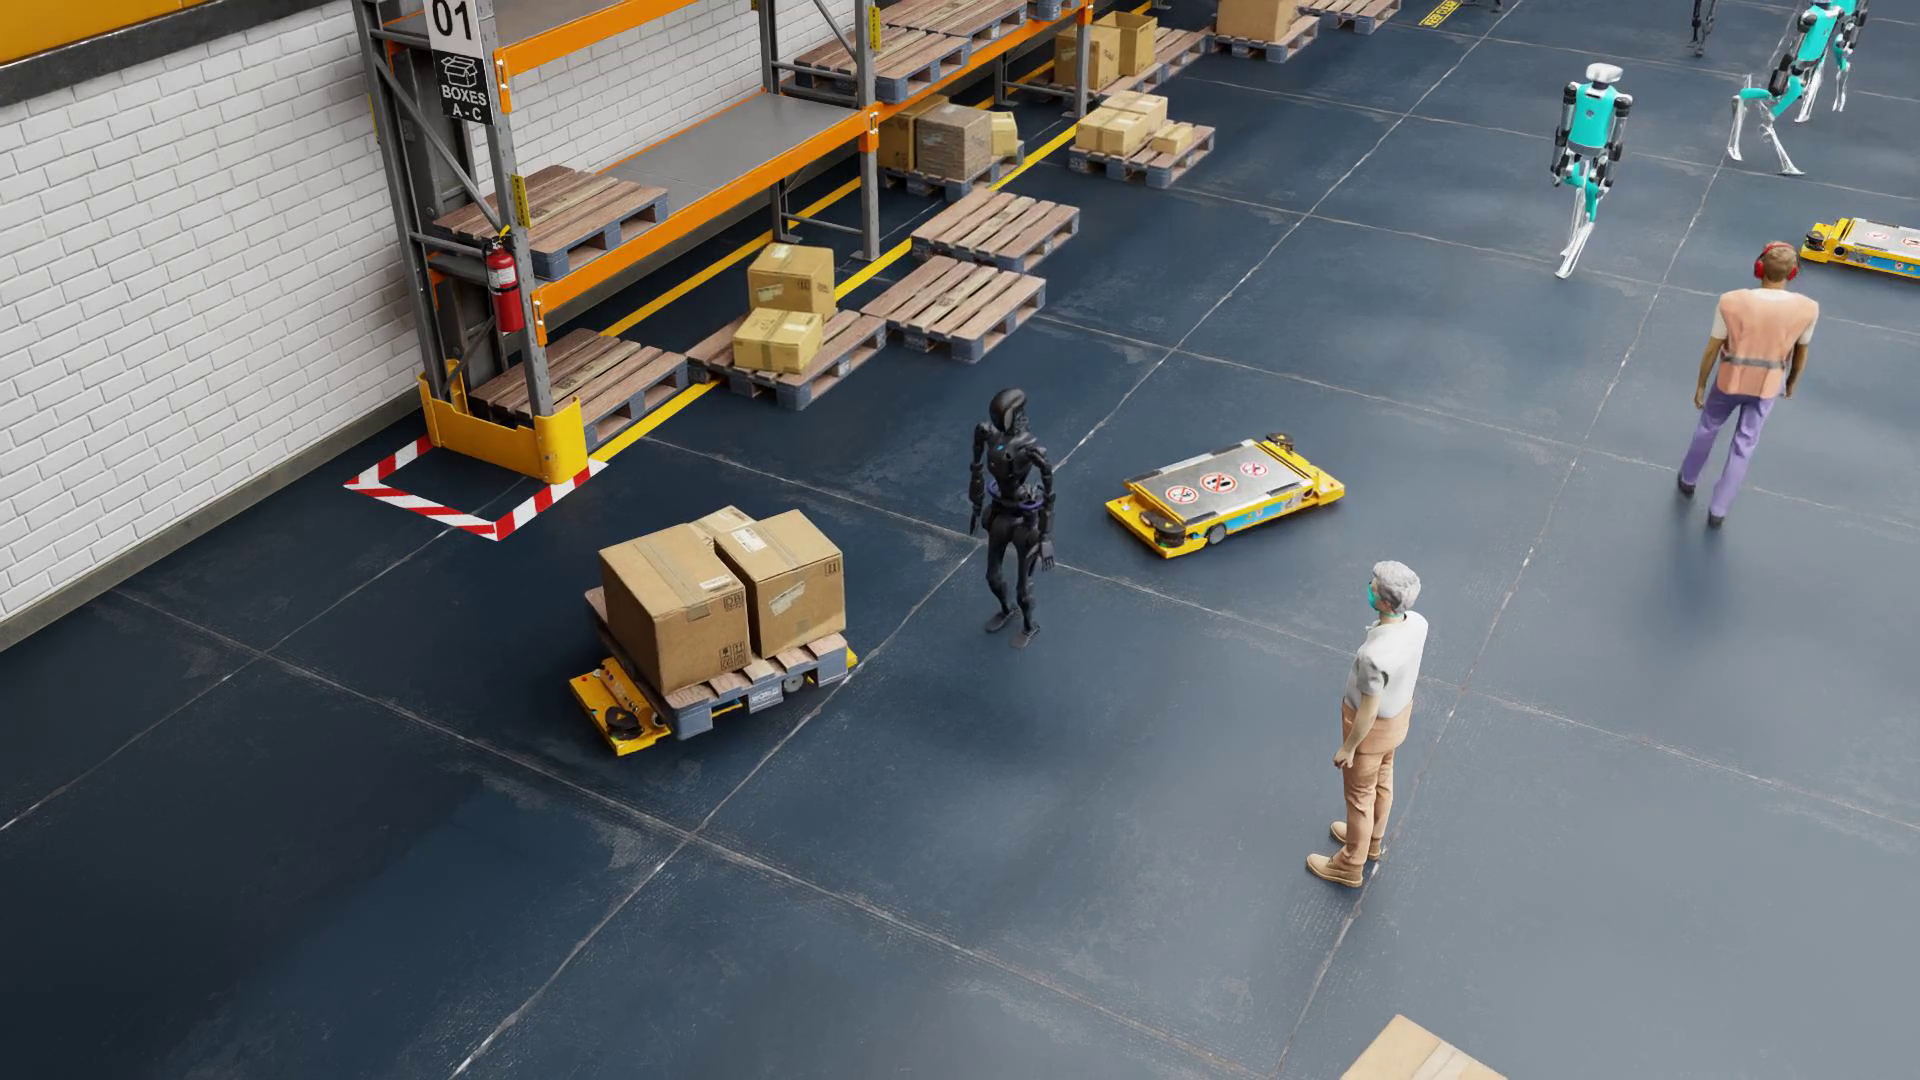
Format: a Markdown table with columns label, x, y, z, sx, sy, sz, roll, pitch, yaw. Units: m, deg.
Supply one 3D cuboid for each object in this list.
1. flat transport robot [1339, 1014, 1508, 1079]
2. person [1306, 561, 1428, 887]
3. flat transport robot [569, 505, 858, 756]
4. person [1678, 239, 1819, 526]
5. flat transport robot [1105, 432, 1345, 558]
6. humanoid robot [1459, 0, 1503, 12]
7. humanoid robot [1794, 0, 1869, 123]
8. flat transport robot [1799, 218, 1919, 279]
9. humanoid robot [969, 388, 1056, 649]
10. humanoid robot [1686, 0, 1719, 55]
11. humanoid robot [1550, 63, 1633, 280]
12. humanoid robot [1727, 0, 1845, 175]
| label | x | y | z | sx | sy | sz | roll | pitch | yaw |
| --- | --- | --- | --- | --- | --- | --- | --- | --- | --- |
| flat transport robot | 1.622 | 2.794 | 5.920 | 0.659 | 0.231 | 1.431 | 27 | 42 | 34 |
| person | 1.867 | 0.832 | 7.548 | 0.321 | 1.747 | 0.474 | 23 | 40 | 30 |
| flat transport robot | -1.344 | 0.693 | 9.100 | 1.431 | 0.231 | 0.659 | -20 | 38 | -27 |
| person | 4.847 | -1.003 | 10.256 | 0.582 | 1.821 | 0.704 | 12 | 35 | 17 |
| flat transport robot | 1.696 | -0.298 | 10.599 | 1.431 | 0.231 | 0.659 | -18 | 38 | -25 |
| humanoid robot | 6.291 | -7.113 | 19.630 | 0.385 | 1.639 | 0.589 | -21 | 39 | -28 |
| humanoid robot | 8.729 | -5.003 | 16.420 | 0.907 | 1.804 | 0.551 | -27 | 42 | -34 |
| flat transport robot | 7.771 | -2.361 | 13.719 | 1.431 | 0.231 | 0.659 | 20 | 38 | 27 |
| humanoid robot | 0.307 | -0.123 | 9.072 | 0.598 | 1.640 | 0.402 | 24 | 40 | 31 |
| humanoid robot | 8.217 | -6.165 | 18.220 | 0.607 | 1.629 | 0.728 | 22 | 39 | 29 |
| humanoid robot | 5.046 | -2.977 | 13.326 | 0.543 | 1.765 | 0.922 | 25 | 41 | 32 |
| humanoid robot | 7.451 | -4.214 | 15.212 | 0.531 | 1.774 | 0.941 | -19 | 38 | -26 |
